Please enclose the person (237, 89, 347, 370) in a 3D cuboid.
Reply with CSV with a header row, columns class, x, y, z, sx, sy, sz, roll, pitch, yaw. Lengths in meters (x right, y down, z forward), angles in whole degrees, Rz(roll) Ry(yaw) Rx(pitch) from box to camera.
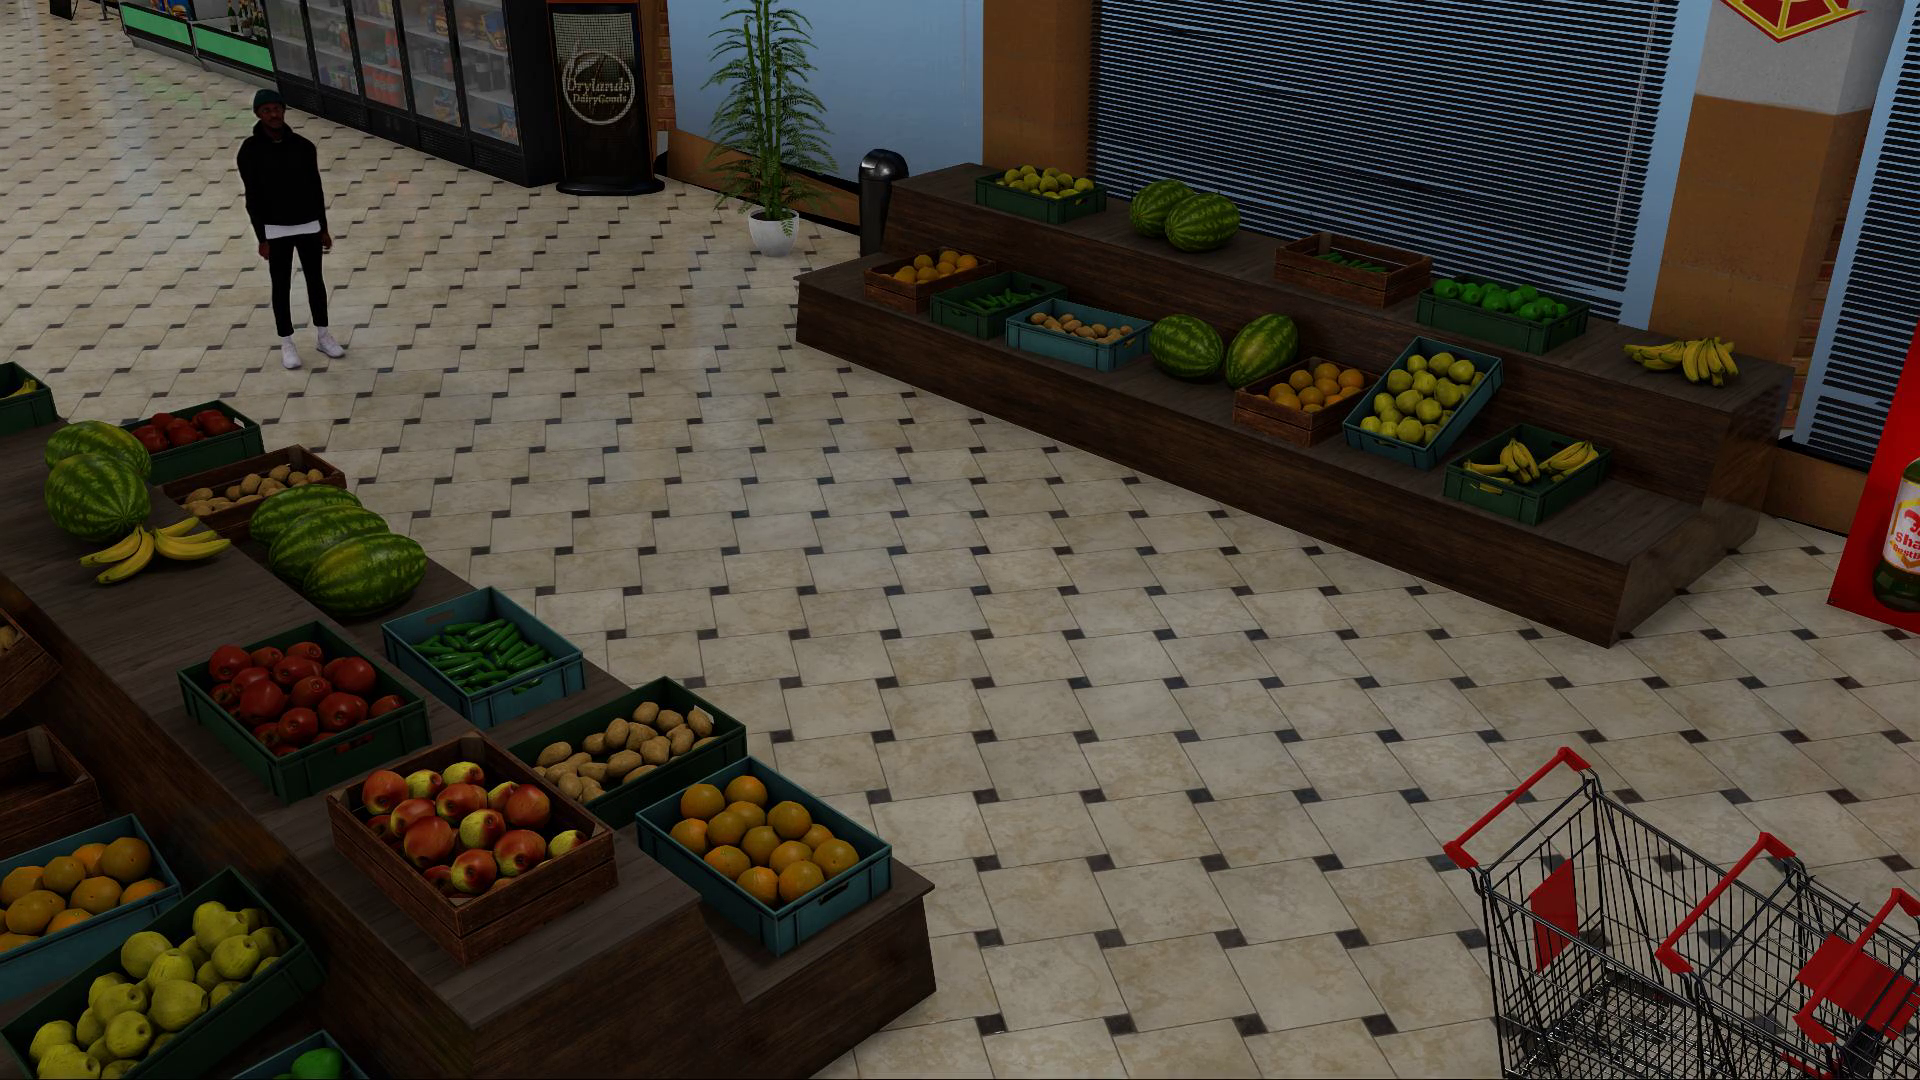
class,x,y,z,sx,sy,sz,roll,pitch,yaw
person,-4.445,-2.078,11.031,0.692,1.818,0.620,-20,33,-34
